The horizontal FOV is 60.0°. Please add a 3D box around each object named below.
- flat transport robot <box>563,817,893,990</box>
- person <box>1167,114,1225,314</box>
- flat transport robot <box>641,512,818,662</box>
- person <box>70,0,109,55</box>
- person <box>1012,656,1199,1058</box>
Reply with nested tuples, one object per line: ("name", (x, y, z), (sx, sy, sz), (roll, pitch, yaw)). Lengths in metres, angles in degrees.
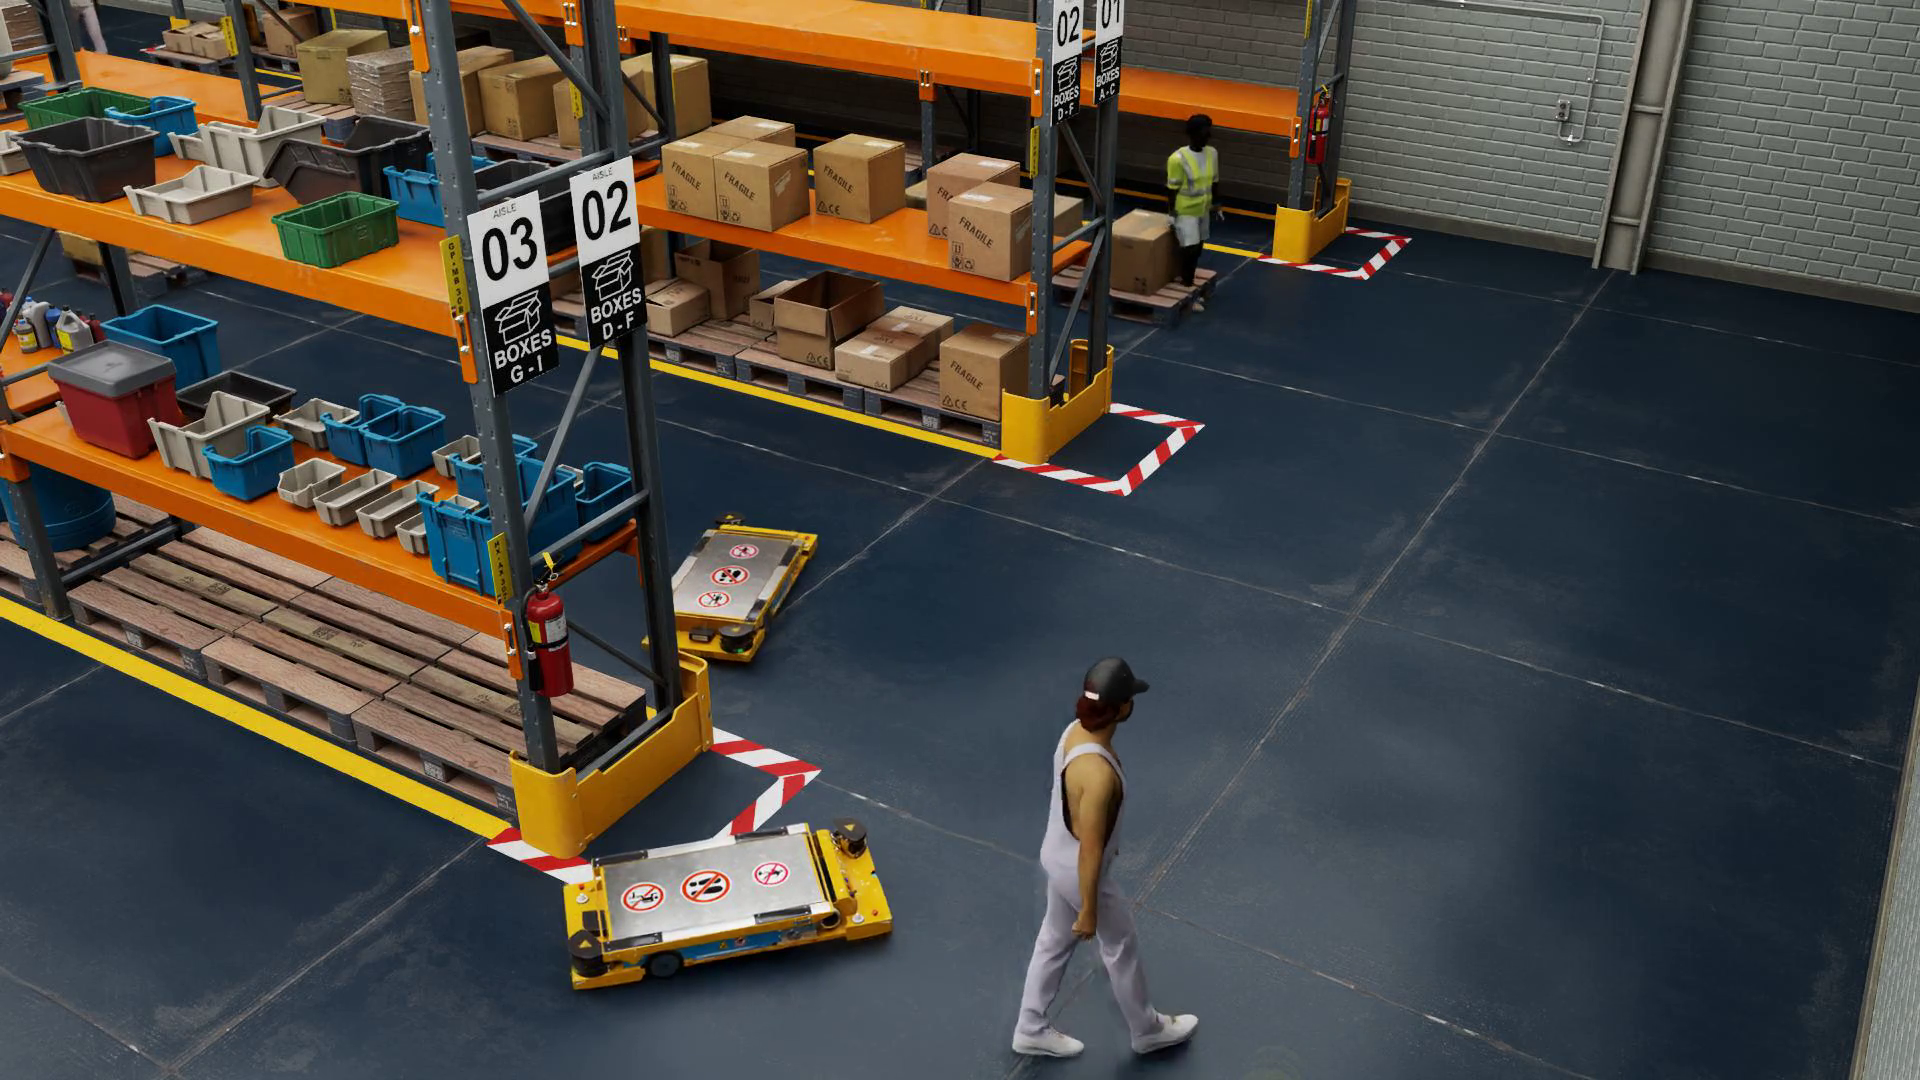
("flat transport robot", (-1.081, 1.659, 7.656), (1.431, 0.231, 0.659), (-8, 30, -13))
("person", (2.032, -2.778, 14.155), (0.554, 1.679, 0.457), (-20, 35, -32))
("flat transport robot", (-1.378, 0.270, 10.148), (0.659, 0.231, 1.431), (6, 30, 10))
("person", (-11.326, -6.851, 21.362), (0.584, 1.795, 0.978), (-22, 36, -34))
("person", (0.600, 1.316, 6.691), (0.880, 1.810, 0.568), (-6, 30, -11))
